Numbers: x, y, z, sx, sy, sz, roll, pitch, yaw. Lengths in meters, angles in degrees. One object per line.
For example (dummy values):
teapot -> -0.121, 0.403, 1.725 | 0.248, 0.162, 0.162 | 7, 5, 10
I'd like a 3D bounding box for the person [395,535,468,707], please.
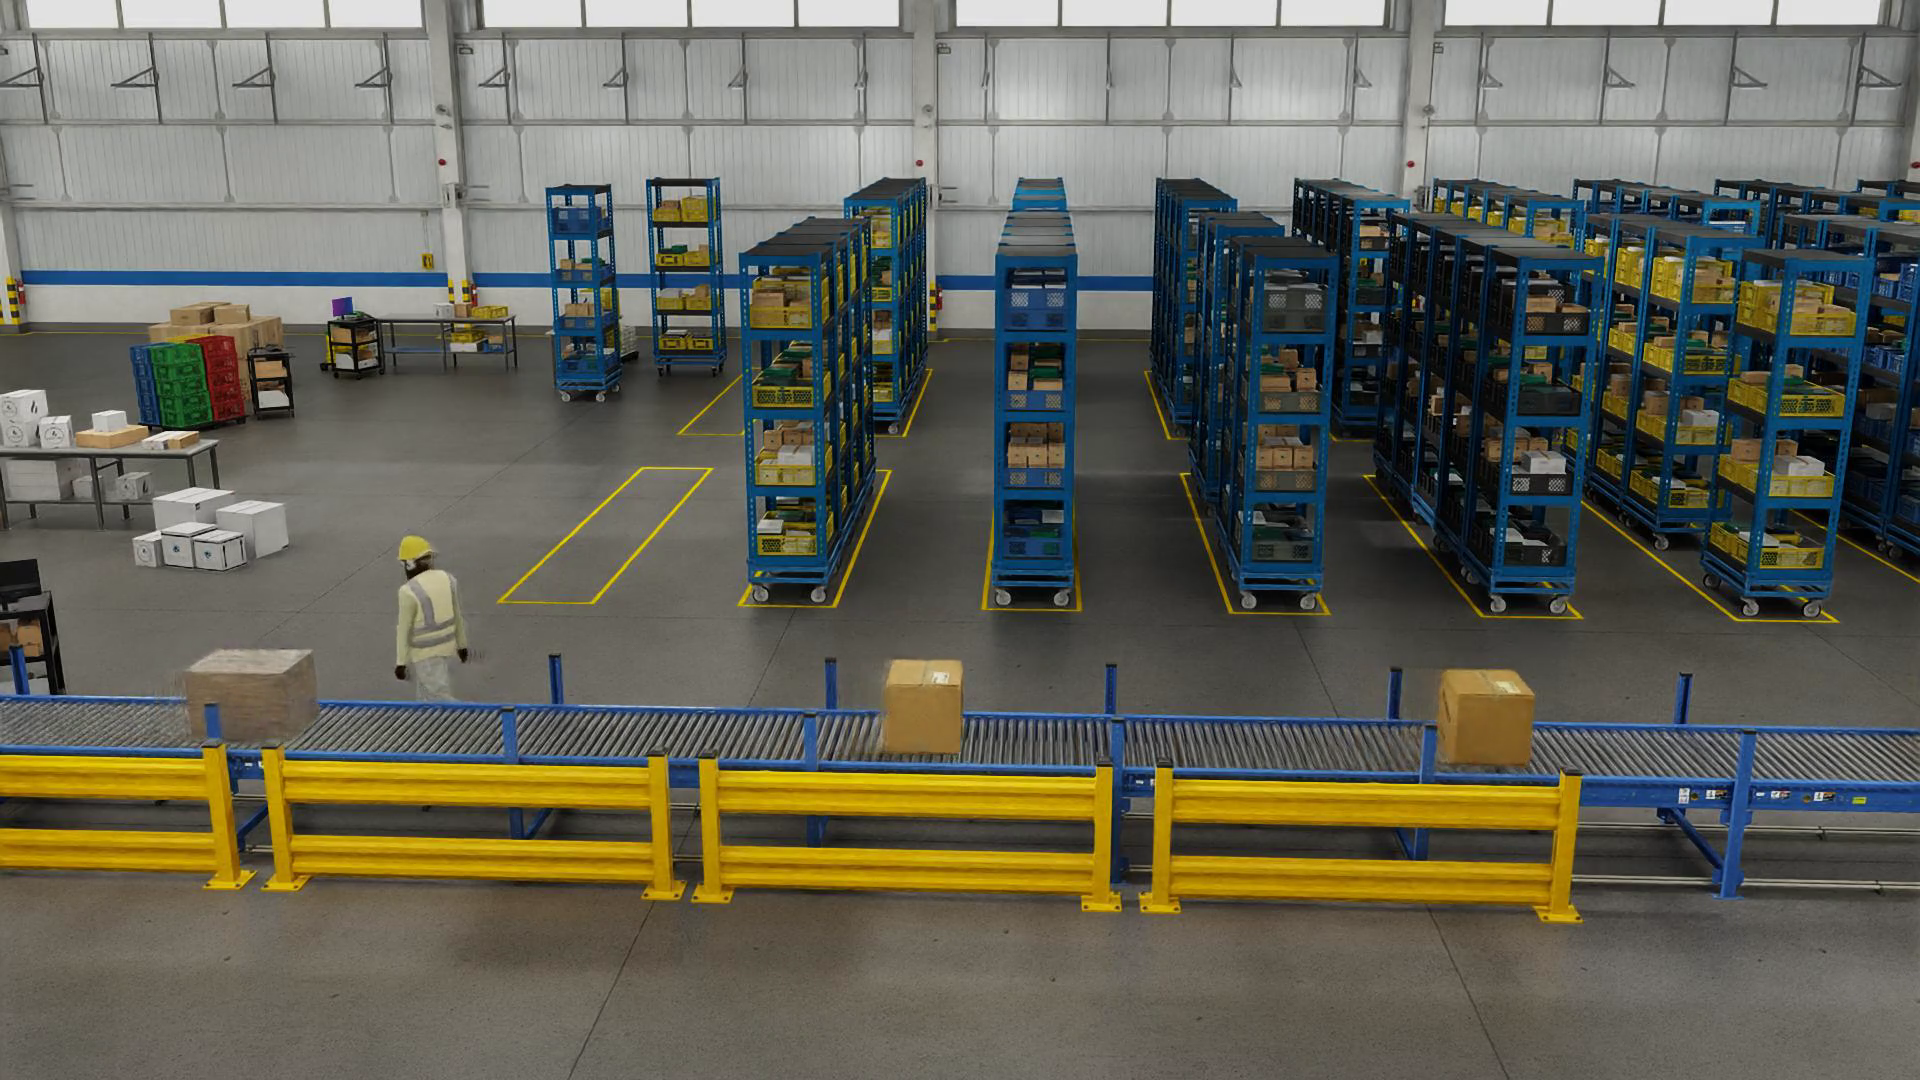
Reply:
person -> -4.101, 0.845, 13.024 | 0.917, 1.789, 0.616 | 5, 16, 18
